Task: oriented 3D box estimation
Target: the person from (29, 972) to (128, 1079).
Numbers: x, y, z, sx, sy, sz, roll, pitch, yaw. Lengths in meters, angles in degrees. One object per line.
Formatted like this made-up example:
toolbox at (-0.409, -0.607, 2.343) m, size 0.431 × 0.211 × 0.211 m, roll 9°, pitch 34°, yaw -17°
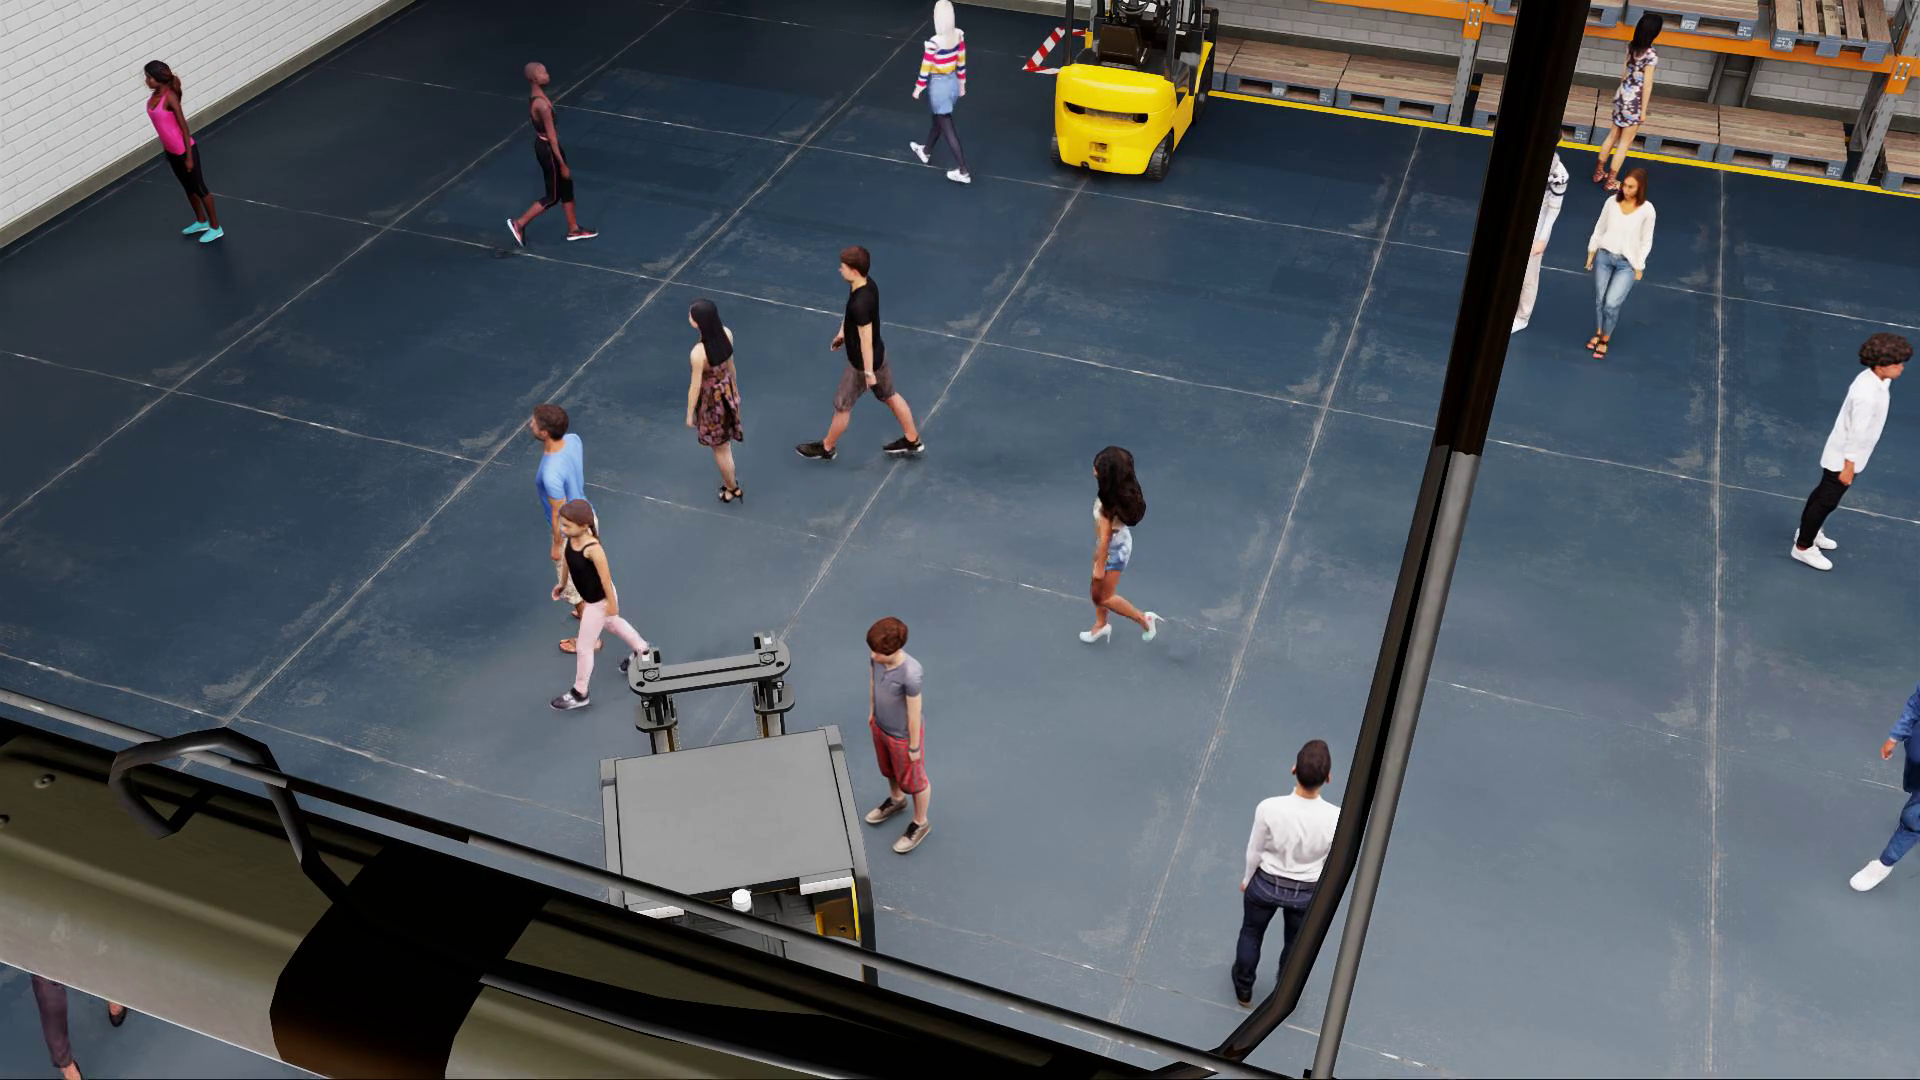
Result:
person at (-4.506, 1.948, 8.420) m, size 0.955 × 1.638 × 1.030 m, roll -13°, pitch 40°, yaw -15°

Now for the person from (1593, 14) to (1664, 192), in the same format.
person at (6.470, -4.222, 16.070) m, size 0.676 × 1.734 × 0.657 m, roll -7°, pitch 39°, yaw -9°

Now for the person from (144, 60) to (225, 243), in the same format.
person at (-7.148, -3.579, 15.273) m, size 0.585 × 1.723 × 0.689 m, roll 27°, pitch 46°, yaw 30°

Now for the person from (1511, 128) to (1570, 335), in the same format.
person at (4.807, -2.653, 14.004) m, size 0.783 × 1.860 × 0.768 m, roll -10°, pitch 40°, yaw -12°

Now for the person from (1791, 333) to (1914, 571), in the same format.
person at (6.155, -0.635, 11.517) m, size 0.636 × 1.810 × 0.674 m, roll 21°, pitch 43°, yaw 24°

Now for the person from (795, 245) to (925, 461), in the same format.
person at (-0.618, -1.355, 12.418) m, size 1.299 × 1.811 × 0.917 m, roll 1°, pitch 39°, yaw 2°

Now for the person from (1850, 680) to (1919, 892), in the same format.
person at (5.542, 1.151, 9.298) m, size 1.179 × 1.789 × 1.156 m, roll -19°, pitch 42°, yaw -22°

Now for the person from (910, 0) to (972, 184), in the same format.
person at (-0.092, -4.307, 16.155) m, size 1.178 × 1.759 × 0.913 m, roll 28°, pitch 46°, yaw 30°

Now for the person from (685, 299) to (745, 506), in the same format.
person at (-1.684, -0.941, 11.937) m, size 0.736 × 1.765 × 0.692 m, roll 19°, pitch 42°, yaw 22°

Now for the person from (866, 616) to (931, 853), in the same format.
person at (-0.344, 1.071, 9.512) m, size 0.718 × 1.646 × 0.612 m, roll -27°, pitch 46°, yaw -30°

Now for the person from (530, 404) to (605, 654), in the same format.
person at (-2.512, -0.090, 10.792) m, size 0.647 × 1.864 × 0.695 m, roll 4°, pitch 39°, yaw 5°

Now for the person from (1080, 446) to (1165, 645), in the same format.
person at (1.045, 0.101, 10.758) m, size 0.838 × 1.607 × 0.677 m, roll 4°, pitch 39°, yaw 5°

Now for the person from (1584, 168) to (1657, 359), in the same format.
person at (5.478, -2.326, 13.748) m, size 0.804 × 1.668 × 0.707 m, roll -32°, pitch 48°, yaw -33°

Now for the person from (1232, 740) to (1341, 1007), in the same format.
person at (1.664, 1.760, 8.476) m, size 0.592 × 1.861 × 0.723 m, roll 6°, pitch 39°, yaw 7°

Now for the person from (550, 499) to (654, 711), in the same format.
person at (-2.250, 0.332, 10.532) m, size 0.969 × 1.529 × 0.994 m, roll -22°, pitch 44°, yaw -26°

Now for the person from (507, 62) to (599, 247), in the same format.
person at (-3.817, -3.462, 15.113) m, size 1.110 × 1.739 × 0.995 m, roll -13°, pitch 40°, yaw -15°
